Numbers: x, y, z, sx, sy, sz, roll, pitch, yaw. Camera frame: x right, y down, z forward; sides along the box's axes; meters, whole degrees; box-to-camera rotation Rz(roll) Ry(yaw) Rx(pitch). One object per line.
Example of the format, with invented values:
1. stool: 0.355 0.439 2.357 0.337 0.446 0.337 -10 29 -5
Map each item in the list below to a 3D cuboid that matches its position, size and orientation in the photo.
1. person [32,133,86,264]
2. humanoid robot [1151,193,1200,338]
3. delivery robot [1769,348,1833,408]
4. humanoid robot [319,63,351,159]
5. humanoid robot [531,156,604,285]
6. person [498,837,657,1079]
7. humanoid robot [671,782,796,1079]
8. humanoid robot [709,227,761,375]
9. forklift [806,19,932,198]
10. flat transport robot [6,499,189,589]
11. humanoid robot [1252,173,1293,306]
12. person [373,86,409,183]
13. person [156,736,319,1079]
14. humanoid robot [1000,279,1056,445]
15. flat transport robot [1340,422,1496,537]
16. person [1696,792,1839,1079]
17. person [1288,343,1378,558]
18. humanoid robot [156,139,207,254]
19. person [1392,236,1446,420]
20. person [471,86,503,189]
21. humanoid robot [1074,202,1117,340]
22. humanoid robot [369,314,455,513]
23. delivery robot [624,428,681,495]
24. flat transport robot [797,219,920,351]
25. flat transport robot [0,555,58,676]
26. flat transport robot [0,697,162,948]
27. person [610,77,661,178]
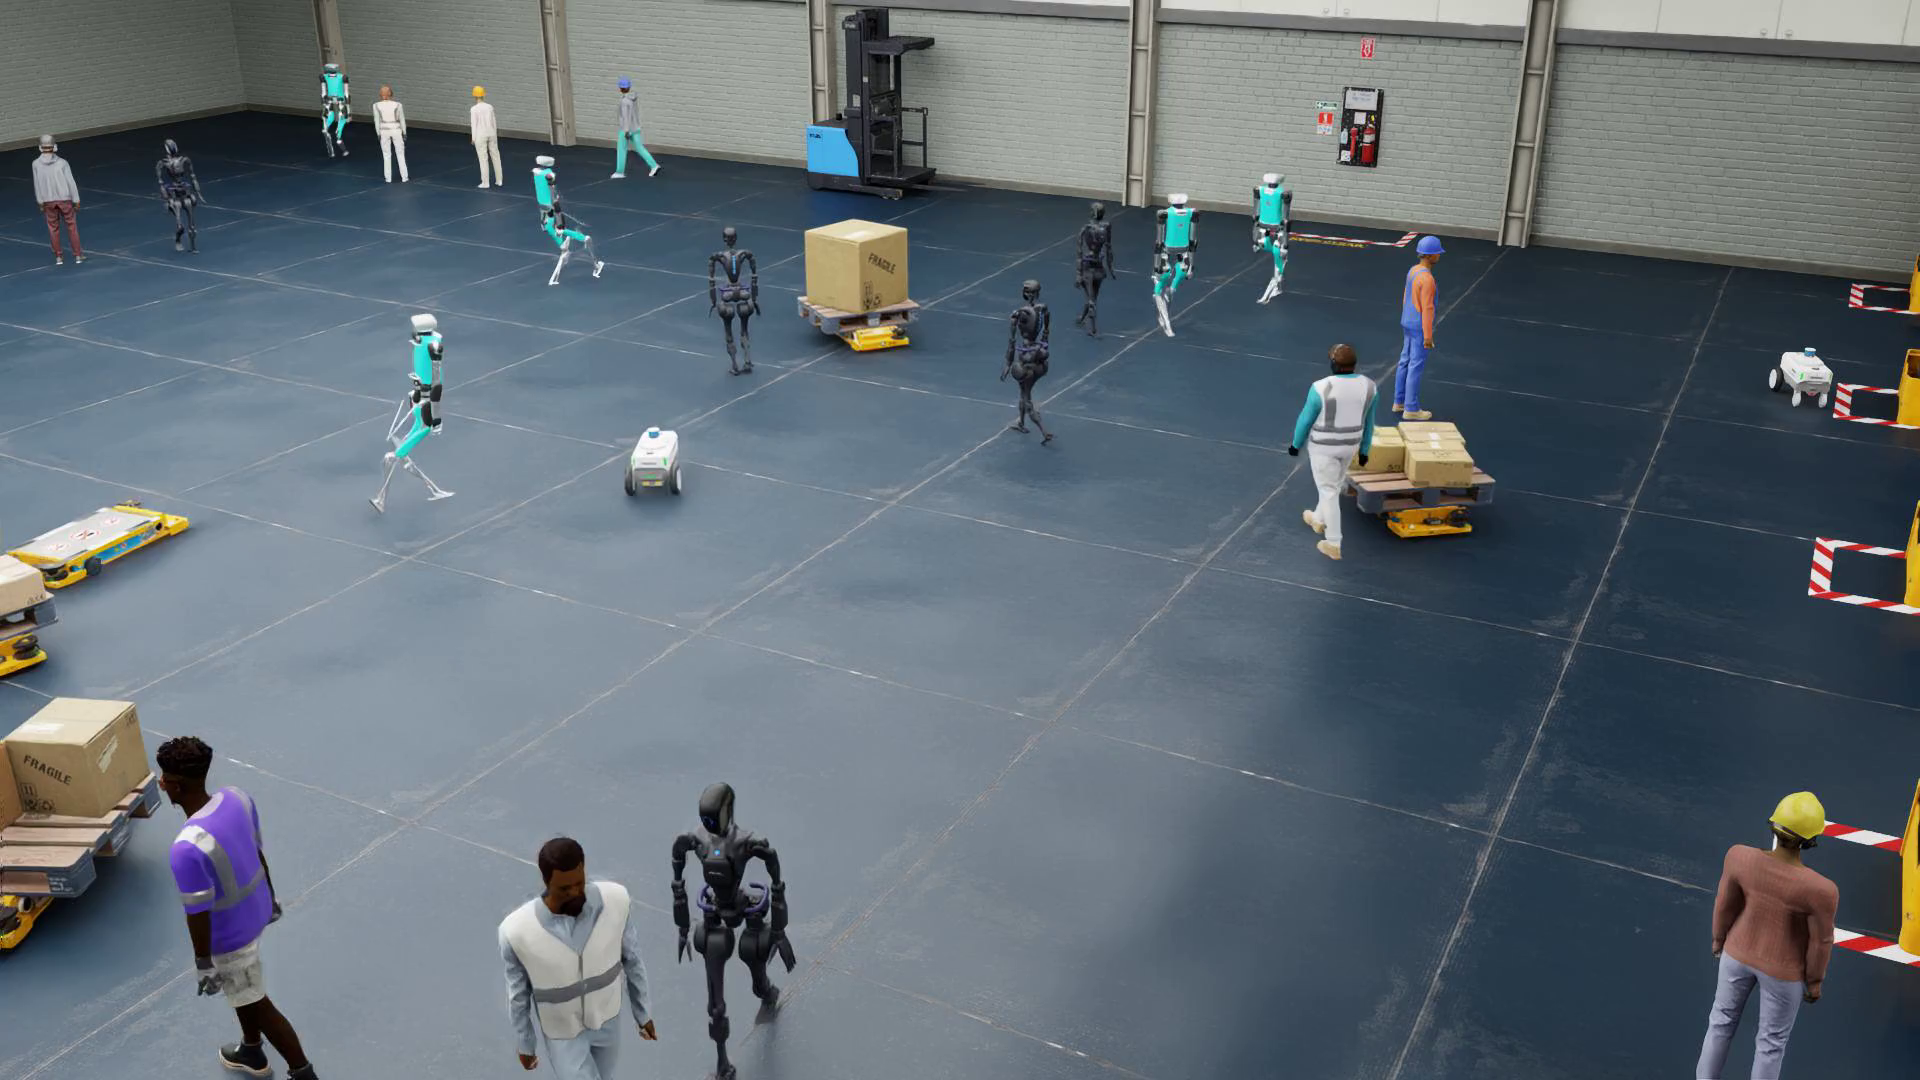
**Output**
1. person: -12.675 -4.788 23.366 0.548 1.806 0.380 -8 24 -17
2. humanoid robot: 2.503 -3.334 20.154 0.533 1.852 0.843 -6 24 -13
3. delivery robot: 9.112 -1.774 17.954 0.499 0.614 0.791 4 23 8
4. humanoid robot: -11.494 -7.795 30.506 0.537 1.758 1.035 0 23 -1
5. humanoid robot: -5.234 -4.330 22.425 0.967 1.774 0.539 -19 30 -37
6. person: -1.670 2.077 7.285 0.597 1.883 0.941 -16 28 -33
7. humanoid robot: -1.087 1.862 8.128 0.609 1.644 0.769 3 23 8
8. humanoid robot: -2.528 -2.676 18.621 0.585 1.652 0.341 -8 24 -18
9. forklift: -1.573 -7.292 27.850 1.873 2.768 1.129 12 26 25
10. flat transport robot: -7.342 0.024 14.107 0.659 0.231 1.431 8 25 19
11. humanoid robot: 4.055 -3.842 21.262 0.534 1.738 1.005 18 29 36
12. person: -9.819 -7.002 28.735 0.512 1.631 0.311 -5 24 -12
13. person: -3.403 1.818 7.856 0.628 1.921 0.662 0 23 0
14. humanoid robot: 0.733 -1.777 16.590 0.588 1.656 0.726 -21 31 -40
15. flat transport robot: 4.011 -0.384 15.057 0.659 0.231 1.431 -4 24 -10
16. person: 3.744 1.951 7.723 0.315 1.769 0.522 -20 30 -39
17. person: 3.118 -0.804 14.092 0.643 1.803 0.821 -8 25 -19
18. humanoid robot: -11.158 -4.919 23.831 0.365 1.649 0.601 18 29 36
19. person: 4.752 -2.201 17.209 0.357 1.908 0.537 -3 23 -8
20. person: -8.078 -6.841 28.274 0.473 1.700 0.322 -21 31 -39
21. humanoid robot: 1.611 -3.289 20.125 0.599 1.646 0.750 -18 29 -36
22. humanoid robot: -5.032 -1.090 14.891 0.921 1.795 0.551 -15 28 -32
23. delivery robot: -2.847 -0.738 15.535 0.499 0.608 0.790 0 23 -1
24. flat transport robot: -1.227 -2.593 20.199 0.659 0.231 1.431 -11 25 -23
25. flat transport robot: -7.541 0.770 12.369 1.431 0.231 0.659 16 28 33
26. flat transport robot: -5.494 1.890 9.763 0.659 0.231 1.431 1 23 2
27. person: -5.716 -7.181 29.017 0.848 1.747 0.542 7 24 15
